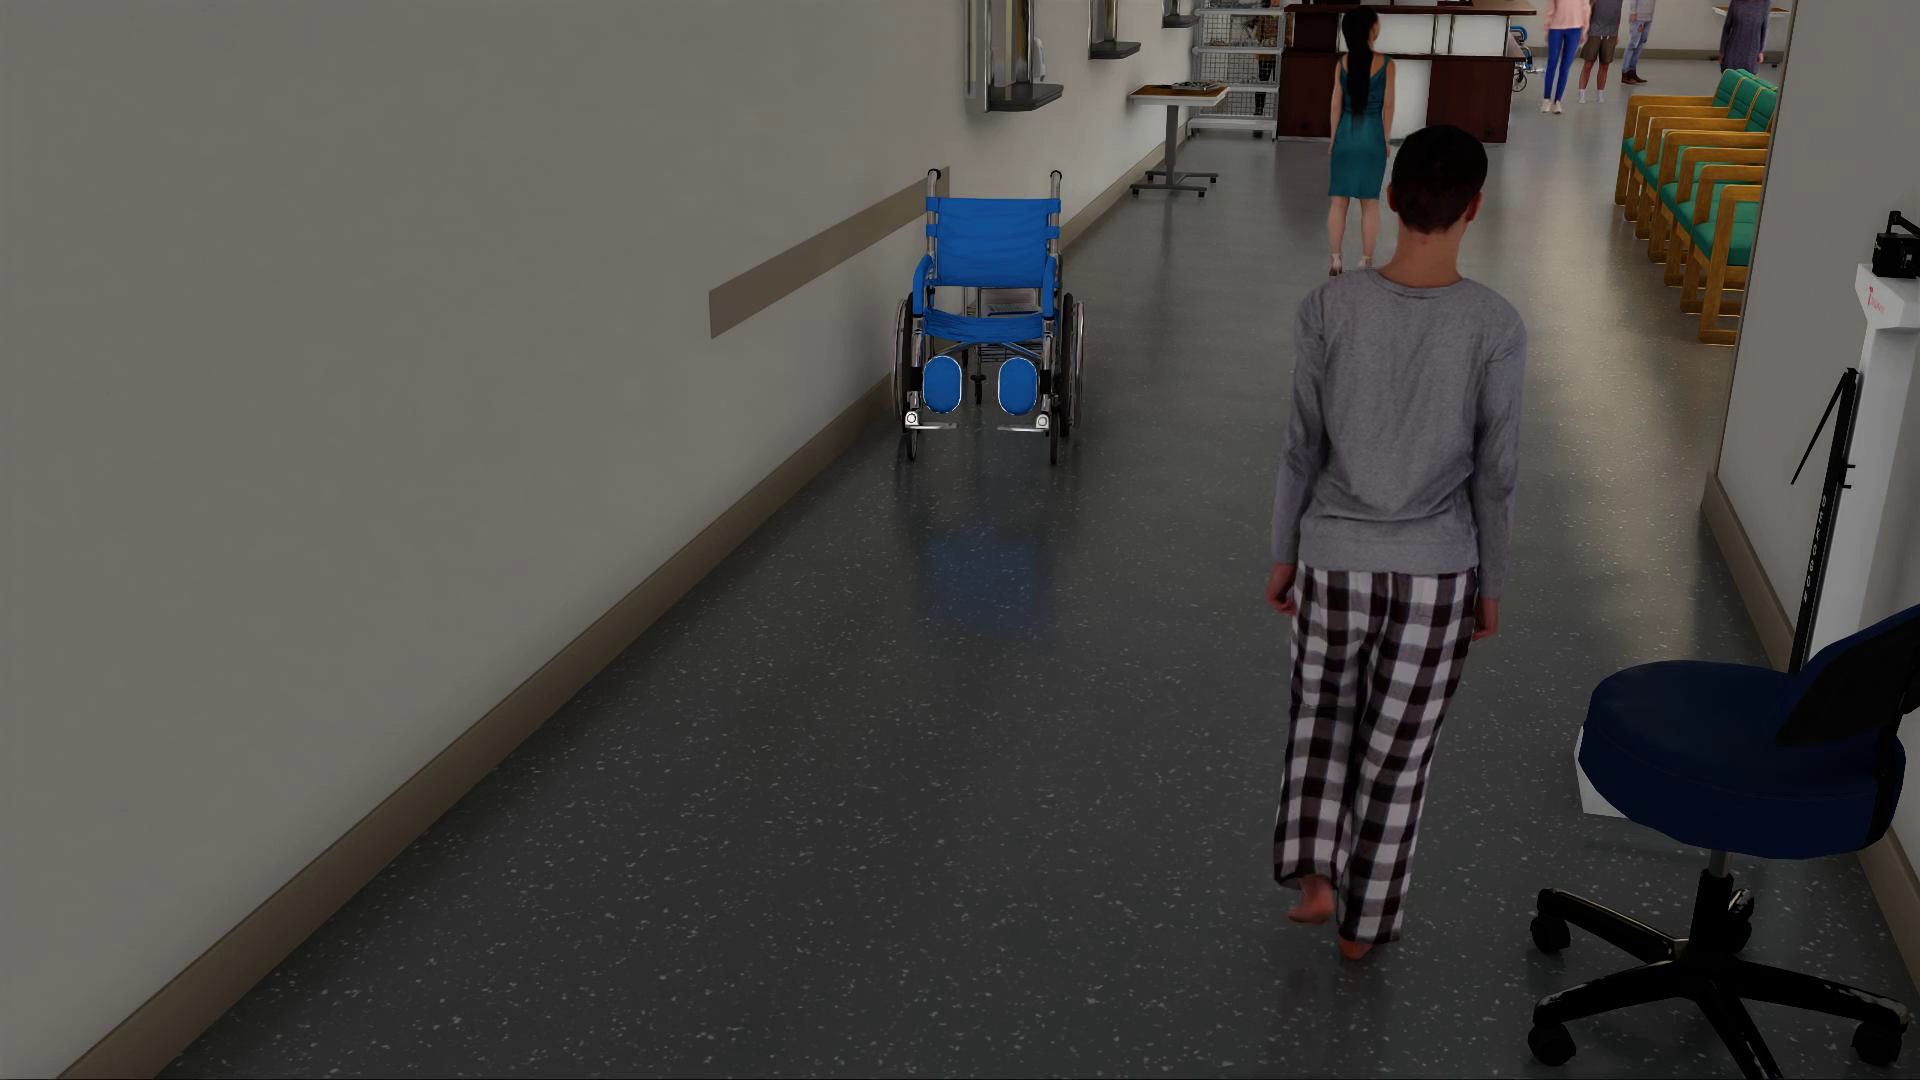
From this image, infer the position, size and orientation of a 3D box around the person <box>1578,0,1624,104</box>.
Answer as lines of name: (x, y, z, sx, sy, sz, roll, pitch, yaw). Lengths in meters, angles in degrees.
person: (7.874, -6.243, 20.414, 0.615, 1.849, 0.776, -2, 21, -4)

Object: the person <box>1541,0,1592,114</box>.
person: (6.962, -5.813, 19.166, 0.635, 1.754, 0.710, 4, 21, 11)

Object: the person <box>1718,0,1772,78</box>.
person: (8.038, -5.006, 17.096, 0.511, 1.712, 0.673, 9, 23, 22)

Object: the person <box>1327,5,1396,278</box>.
person: (2.508, -2.479, 10.459, 0.446, 1.686, 0.620, 8, 22, 20)

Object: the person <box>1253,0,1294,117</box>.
person: (3.558, -5.537, 18.860, 0.520, 1.455, 0.659, 3, 21, 9)

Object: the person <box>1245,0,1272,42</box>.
person: (5.391, -9.780, 29.591, 1.108, 1.789, 1.072, -14, 25, -32)

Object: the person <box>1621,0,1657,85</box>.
person: (9.260, -7.162, 22.608, 0.765, 1.839, 0.757, -19, 28, -40)

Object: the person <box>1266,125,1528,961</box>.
person: (0.867, 0.092, 3.458, 0.687, 1.838, 0.753, 8, 22, 21)
